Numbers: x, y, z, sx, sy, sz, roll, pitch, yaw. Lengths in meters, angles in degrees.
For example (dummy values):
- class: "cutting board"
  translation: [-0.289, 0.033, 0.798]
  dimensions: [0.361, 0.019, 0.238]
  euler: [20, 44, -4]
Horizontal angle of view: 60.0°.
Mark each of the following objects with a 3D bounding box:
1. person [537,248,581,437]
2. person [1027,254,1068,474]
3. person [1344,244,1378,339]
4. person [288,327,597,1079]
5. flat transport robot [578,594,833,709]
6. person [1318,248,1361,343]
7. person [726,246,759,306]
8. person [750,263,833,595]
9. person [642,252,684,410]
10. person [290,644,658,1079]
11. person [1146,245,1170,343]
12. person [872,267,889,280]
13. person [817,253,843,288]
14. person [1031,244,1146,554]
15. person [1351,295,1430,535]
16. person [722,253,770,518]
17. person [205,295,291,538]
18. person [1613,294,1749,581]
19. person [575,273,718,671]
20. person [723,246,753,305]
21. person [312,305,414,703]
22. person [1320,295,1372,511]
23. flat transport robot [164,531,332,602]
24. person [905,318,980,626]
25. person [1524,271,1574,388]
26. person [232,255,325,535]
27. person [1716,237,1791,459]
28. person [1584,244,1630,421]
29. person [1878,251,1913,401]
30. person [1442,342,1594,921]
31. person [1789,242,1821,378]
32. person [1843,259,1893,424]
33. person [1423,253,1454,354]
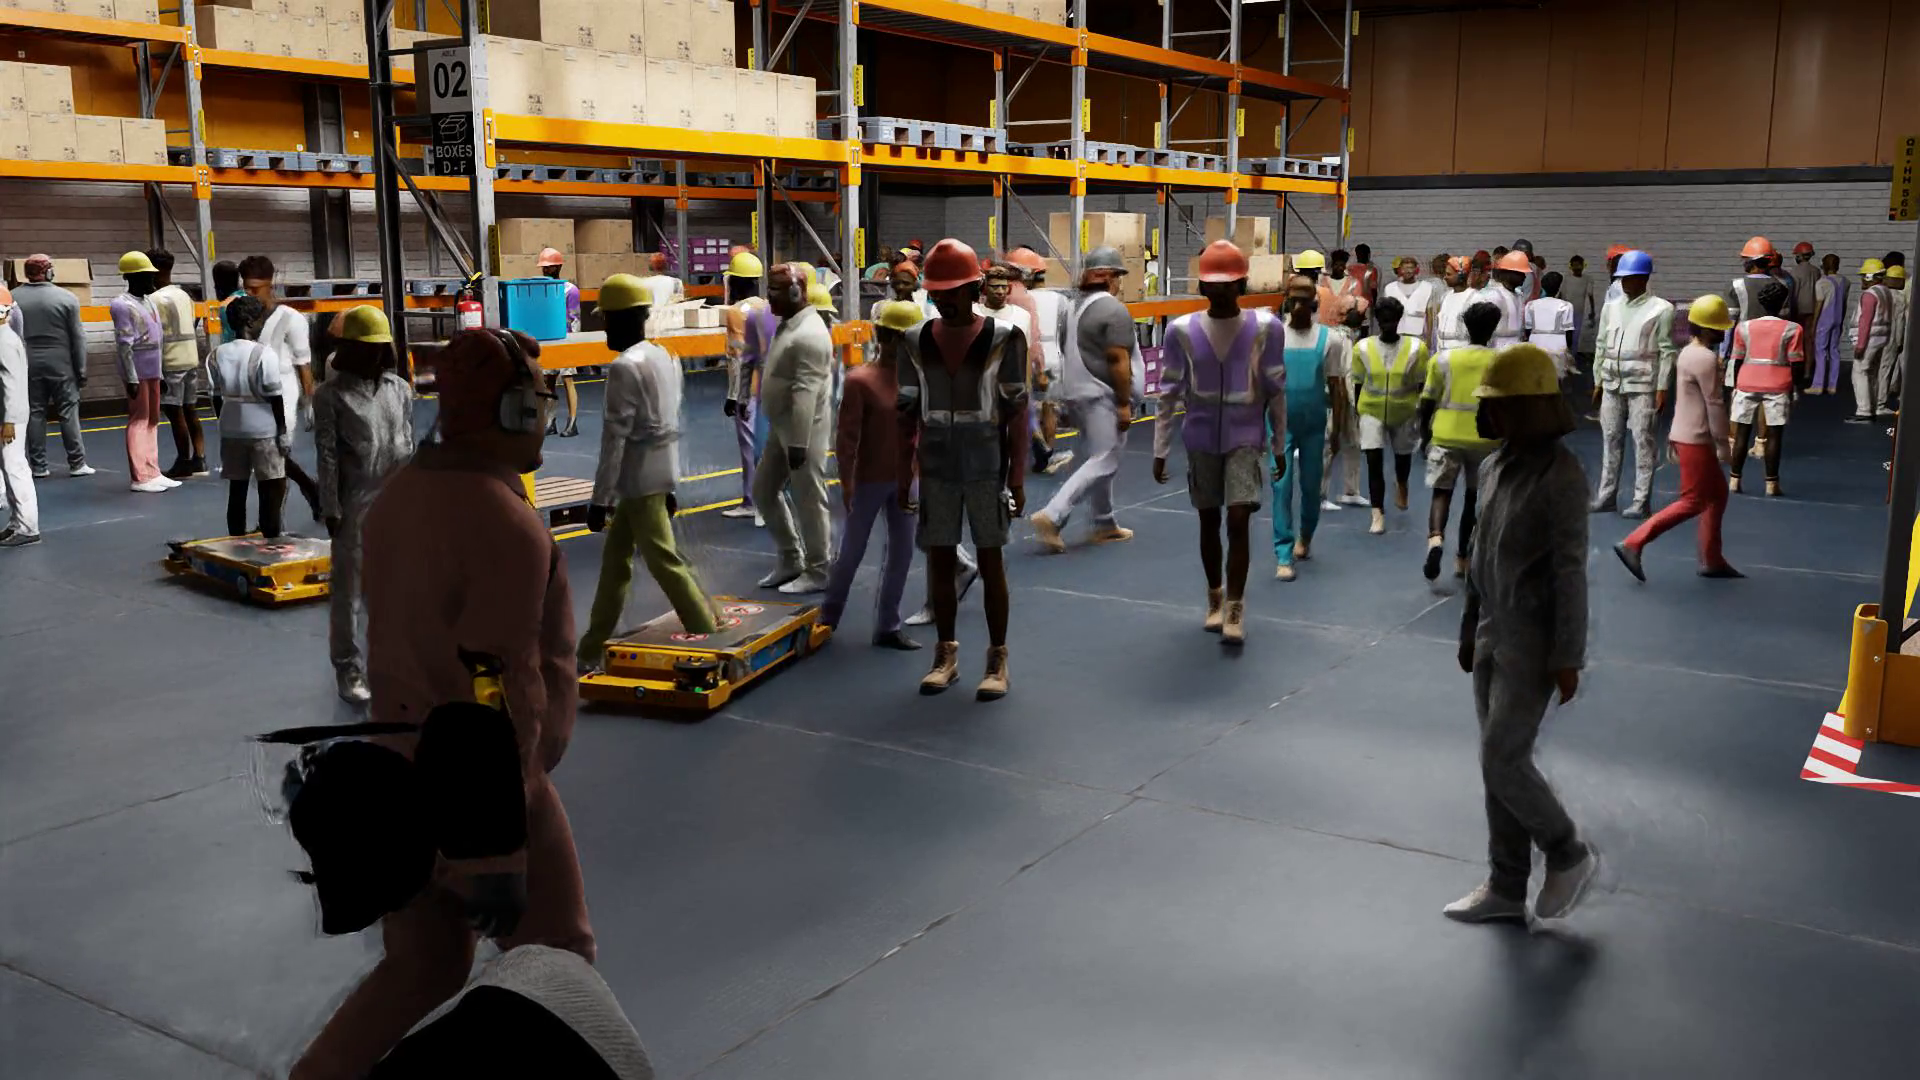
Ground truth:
- class: "person"
  translation: [-4.170, -2.023, 17.127]
  dimensions: [0.548, 1.937, 0.358]
  euler: [3, 11, 18]
- class: "person"
  translation: [0.701, -1.491, 14.240]
  dimensions: [0.575, 1.920, 0.536]
  euler: [-3, 11, -18]
- class: "person"
  translation: [6.470, -3.811, 26.954]
  dimensions: [0.614, 1.962, 0.362]
  euler: [6, 12, 29]
- class: "person"
  translation: [-1.054, 0.516, 3.297]
  dimensions: [0.849, 1.863, 0.682]
  euler: [-9, 14, -42]
- class: "flat transport robot"
  translation: [-1.163, 0.495, 7.795]
  dimensions: [0.652, 0.197, 1.431]
  euler: [3, 11, 17]
- class: "person"
  translation: [4.672, -2.670, 20.755]
  dimensions: [0.643, 1.928, 0.857]
  euler: [2, 10, 8]
- class: "person"
  translation: [-2.841, -2.999, 22.543]
  dimensions: [0.668, 1.950, 0.396]
  euler: [-2, 10, -9]
- class: "person"
  translation: [-0.987, -0.614, 9.441]
  dimensions: [0.538, 1.887, 0.677]
  euler: [-4, 11, -20]
- class: "person"
  translation: [-3.556, -2.483, 19.843]
  dimensions: [0.581, 1.885, 0.351]
  euler: [-5, 11, -25]
- class: "person"
  translation: [-0.307, 0.915, 1.054]
  dimensions: [0.329, 1.865, 0.513]
  euler: [-1, 10, -8]
- class: "person"
  translation: [3.069, -3.763, 26.778]
  dimensions: [0.627, 1.935, 0.371]
  euler: [-2, 11, -13]
- class: "person"
  translation: [-1.123, -3.126, 24.080]
  dimensions: [0.283, 1.633, 0.500]
  euler: [-1, 10, -8]
- class: "person"
  translation: [-1.854, -3.400, 25.059]
  dimensions: [0.633, 1.837, 0.430]
  euler: [1, 10, 7]
- class: "person"
  translation: [0.837, -0.940, 10.840]
  dimensions: [0.808, 2.000, 0.708]
  euler: [-4, 11, -21]
- class: "person"
  translation: [3.019, -0.897, 11.679]
  dimensions: [0.544, 1.658, 0.762]
  euler: [3, 11, 16]
- class: "person"
  translation: [-1.542, -1.124, 12.164]
  dimensions: [0.361, 1.930, 0.587]
  euler: [4, 11, 20]
- class: "person"
  translation: [-4.307, -0.637, 10.126]
  dimensions: [0.531, 1.692, 0.320]
  euler: [4, 11, 19]
- class: "person"
  translation: [4.315, -0.590, 9.808]
  dimensions: [0.757, 1.718, 0.518]
  euler: [2, 11, 14]
- class: "person"
  translation: [-1.466, -0.268, 7.633]
  dimensions: [0.936, 1.886, 0.621]
  euler: [1, 10, 3]
- class: "person"
  translation: [-2.919, -3.037, 22.744]
  dimensions: [0.631, 1.940, 0.372]
  euler: [-4, 11, -22]
- class: "person"
  translation: [-2.597, -0.165, 7.372]
  dimensions: [0.325, 1.740, 0.492]
  euler: [7, 13, 35]
- class: "person"
  translation: [2.904, -1.004, 12.367]
  dimensions: [0.611, 1.621, 0.521]
  euler: [3, 11, 14]
- class: "flat transport robot"
  translation: [-4.062, 0.134, 9.794]
  dimensions: [1.431, 0.197, 0.652]
  euler: [9, 14, 41]
- class: "person"
  translation: [-0.096, -0.364, 8.793]
  dimensions: [0.479, 1.618, 0.536]
  euler: [-7, 13, -36]
- class: "person"
  translation: [6.188, -1.973, 17.515]
  dimensions: [0.541, 1.696, 0.315]
  euler: [8, 13, 37]
- class: "person"
  translation: [-4.657, -0.983, 11.426]
  dimensions: [0.659, 1.935, 0.831]
  euler: [4, 11, 22]
- class: "person"
  translation: [7.303, -1.761, 15.369]
  dimensions: [0.615, 2.047, 0.360]
  euler: [0, 10, -1]
- class: "person"
  translation: [7.344, -2.272, 18.395]
  dimensions: [0.677, 1.976, 0.617]
  euler: [6, 12, 32]
- class: "person"
  translation: [11.844, -2.706, 21.066]
  dimensions: [0.508, 1.882, 0.611]
  euler: [-7, 12, -32]
- class: "person"
  translation: [1.616, 0.293, 4.848]
  dimensions: [0.371, 1.729, 0.510]
  euler: [-2, 10, -13]
- class: "person"
  translation: [12.343, -3.371, 24.438]
  dimensions: [0.614, 1.993, 0.395]
  euler: [-5, 11, -26]
- class: "person"
  translation: [10.058, -2.191, 18.402]
  dimensions: [0.591, 1.822, 0.405]
  euler: [-10, 14, -43]
- class: "person"
  translation: [6.664, -3.056, 23.129]
  dimensions: [0.507, 1.838, 0.353]
  euler: [-1, 10, -7]
